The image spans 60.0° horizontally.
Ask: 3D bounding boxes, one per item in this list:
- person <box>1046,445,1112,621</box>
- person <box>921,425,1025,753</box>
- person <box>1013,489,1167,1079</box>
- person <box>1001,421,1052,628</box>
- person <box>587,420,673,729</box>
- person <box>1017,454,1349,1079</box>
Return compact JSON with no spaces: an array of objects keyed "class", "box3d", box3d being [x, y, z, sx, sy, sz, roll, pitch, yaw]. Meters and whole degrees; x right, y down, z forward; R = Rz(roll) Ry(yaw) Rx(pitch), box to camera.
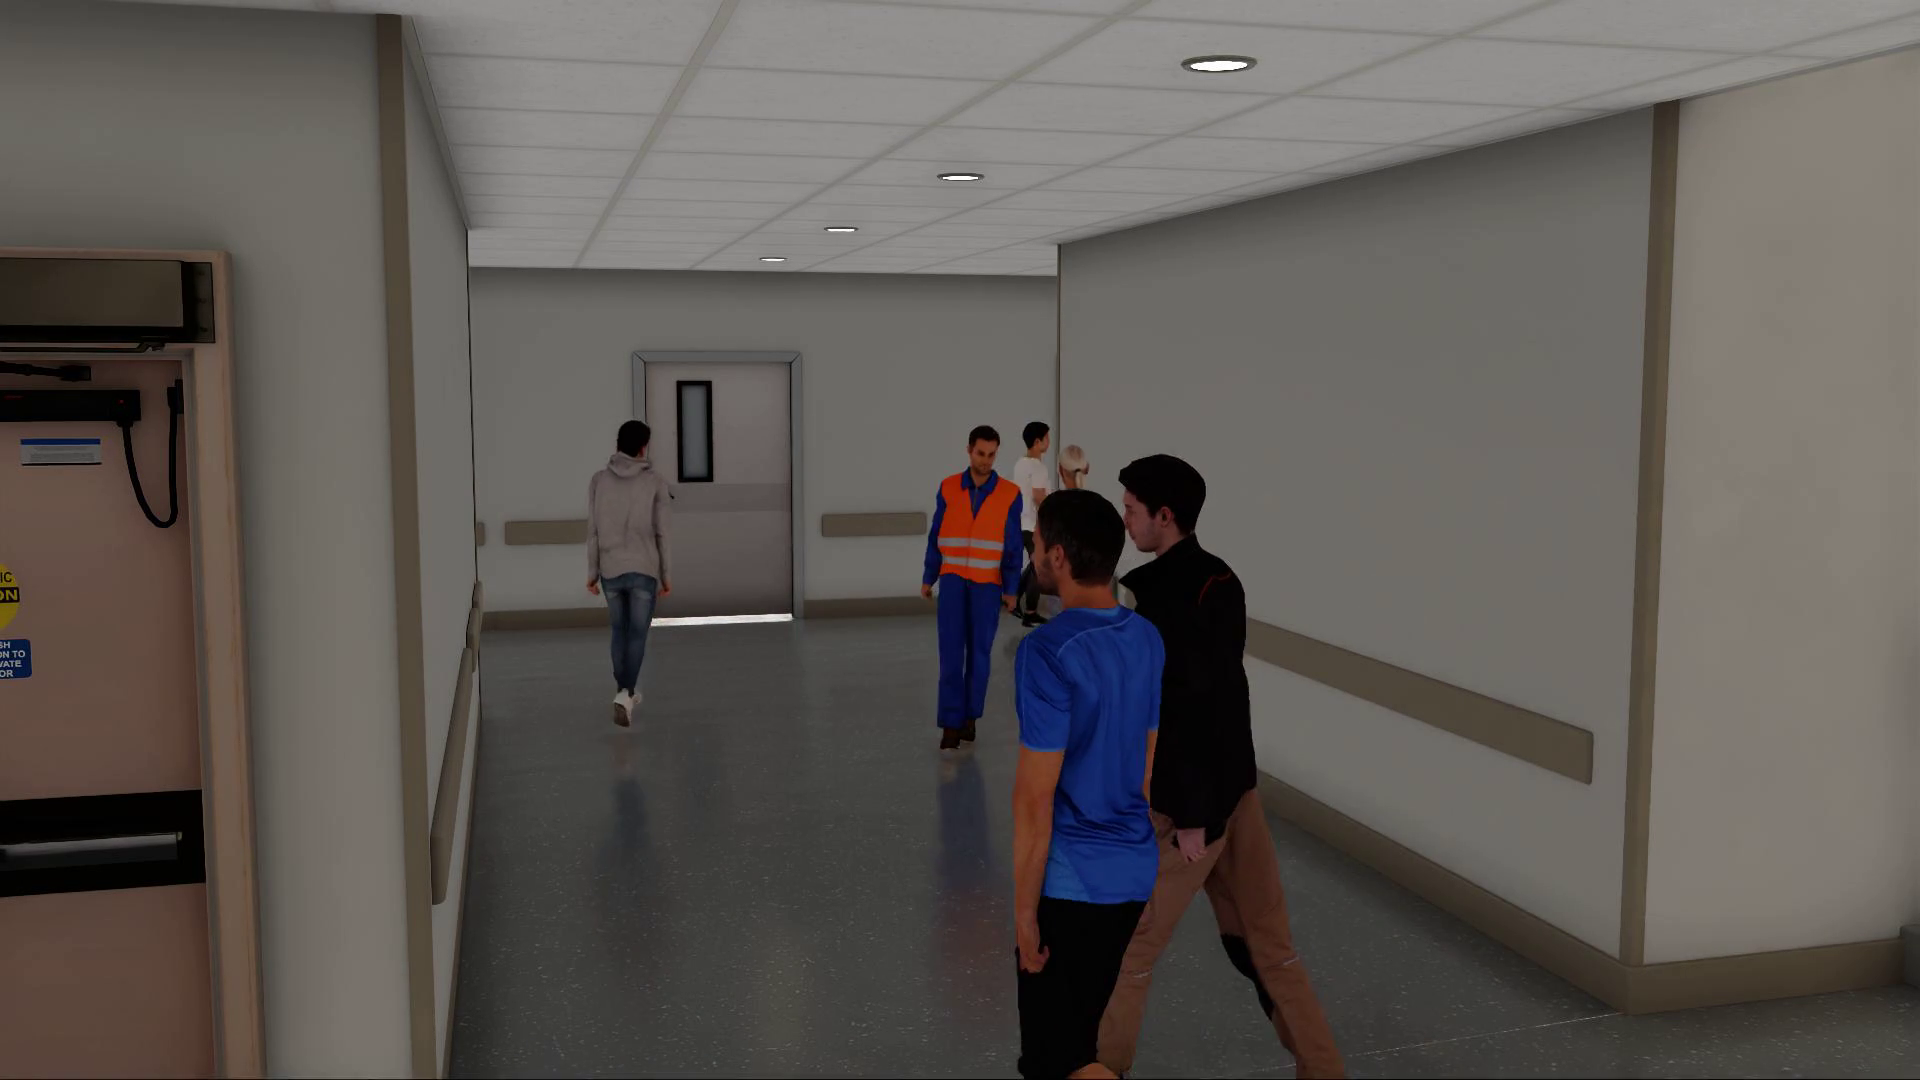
[{"class":"person","box3d":[0.695,0.326,9.428,0.704,1.720,0.635,-1,6,-12]},{"class":"person","box3d":[0.078,0.271,9.469,0.985,1.822,0.963,1,6,7]},{"class":"person","box3d":[0.356,0.826,3.822,1.051,1.848,1.114,5,8,43]},{"class":"person","box3d":[0.533,-0.123,13.800,0.667,1.707,0.650,-2,6,-19]},{"class":"person","box3d":[-1.999,0.225,9.965,1.232,1.813,0.987,0,6,0]},{"class":"person","box3d":[0.733,0.746,4.509,1.288,1.869,1.239,3,7,28]}]
